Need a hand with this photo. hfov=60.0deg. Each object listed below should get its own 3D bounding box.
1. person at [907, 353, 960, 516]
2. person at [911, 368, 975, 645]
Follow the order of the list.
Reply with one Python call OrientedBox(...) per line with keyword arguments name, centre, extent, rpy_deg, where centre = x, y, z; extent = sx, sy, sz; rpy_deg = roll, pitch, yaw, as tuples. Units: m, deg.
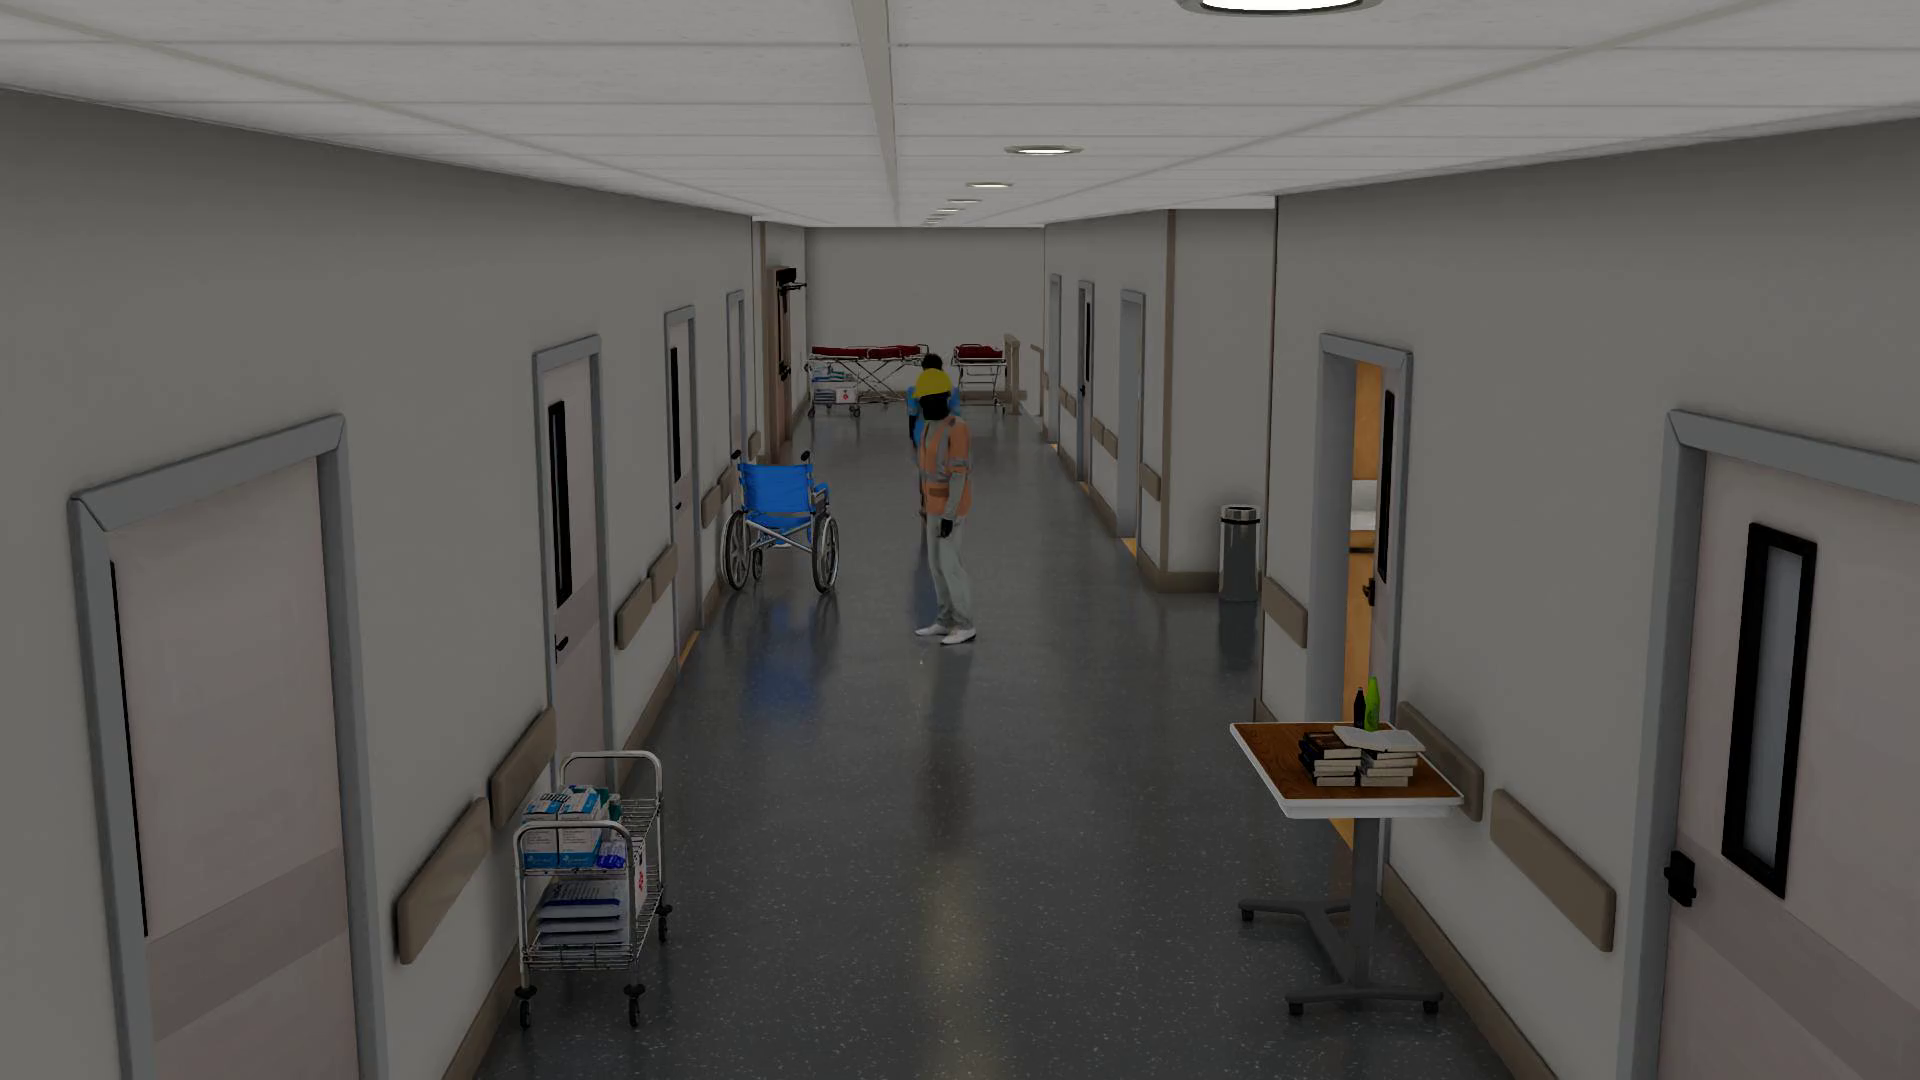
OrientedBox(name="person", centre=(-0.259, -1.024, 16.584), extent=(0.540, 1.671, 0.741), rpy_deg=(-2, 10, -10))
OrientedBox(name="person", centre=(-0.134, -0.233, 11.527), extent=(0.408, 1.911, 0.601), rpy_deg=(-5, 11, -27))
